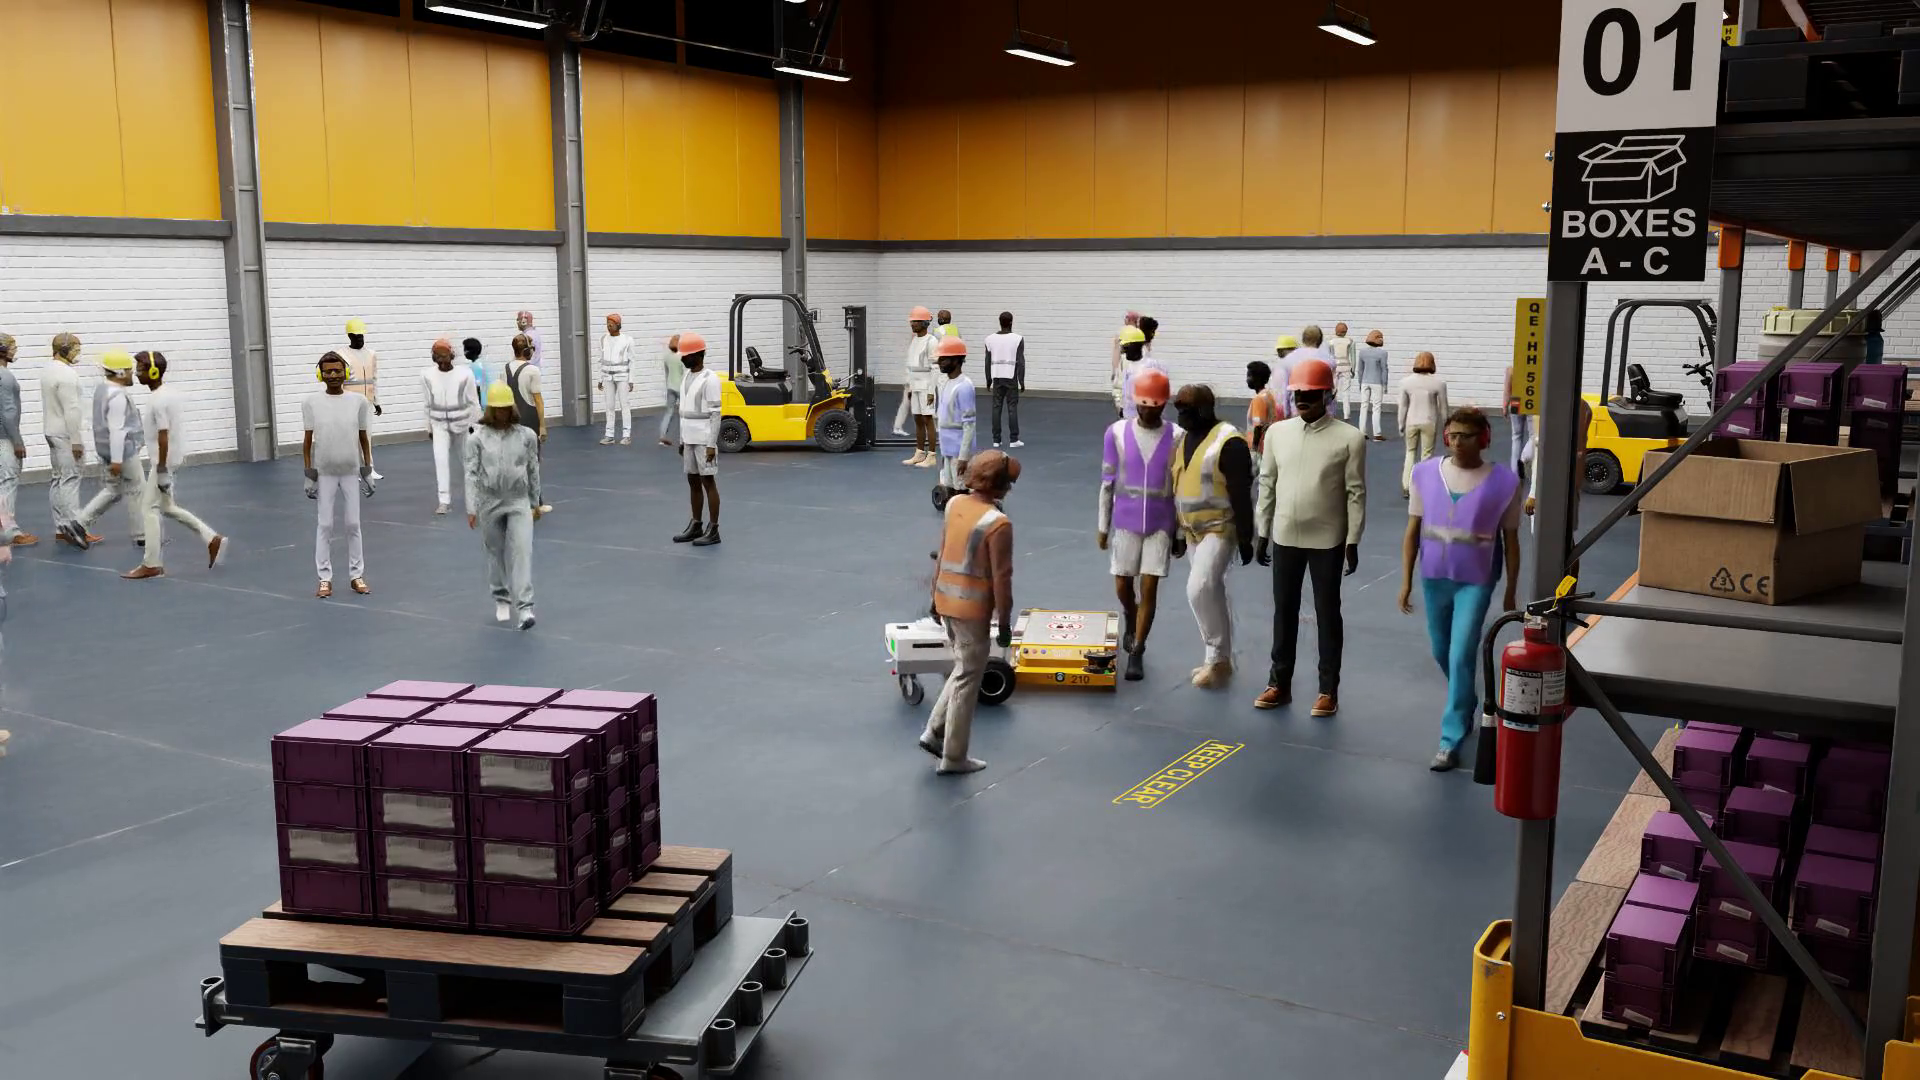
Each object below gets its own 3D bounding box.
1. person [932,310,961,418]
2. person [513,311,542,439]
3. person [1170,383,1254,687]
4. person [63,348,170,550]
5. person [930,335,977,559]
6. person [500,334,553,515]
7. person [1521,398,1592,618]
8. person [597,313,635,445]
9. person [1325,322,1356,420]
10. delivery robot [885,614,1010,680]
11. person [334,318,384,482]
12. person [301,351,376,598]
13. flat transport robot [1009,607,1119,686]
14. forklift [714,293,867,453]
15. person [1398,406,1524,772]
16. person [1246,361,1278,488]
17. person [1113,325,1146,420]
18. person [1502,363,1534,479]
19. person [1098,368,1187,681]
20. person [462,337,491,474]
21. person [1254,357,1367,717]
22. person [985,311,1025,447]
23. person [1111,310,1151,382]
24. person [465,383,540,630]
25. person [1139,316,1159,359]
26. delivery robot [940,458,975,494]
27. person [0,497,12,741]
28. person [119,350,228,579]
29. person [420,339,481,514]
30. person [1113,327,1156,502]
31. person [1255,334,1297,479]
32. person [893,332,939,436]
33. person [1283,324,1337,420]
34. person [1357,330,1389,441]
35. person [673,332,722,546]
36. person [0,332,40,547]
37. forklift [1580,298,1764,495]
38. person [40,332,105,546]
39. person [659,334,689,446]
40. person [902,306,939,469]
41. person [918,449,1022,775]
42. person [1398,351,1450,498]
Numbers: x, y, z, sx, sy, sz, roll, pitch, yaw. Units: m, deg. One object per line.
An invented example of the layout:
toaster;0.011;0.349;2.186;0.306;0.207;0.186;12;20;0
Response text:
person;-0.270;-2.992;28.312;0.429;1.846;0.626;7;12;38
person;-6.382;-2.423;24.563;0.400;1.907;0.645;-1;9;-6
person;1.479;-0.029;9.943;0.541;1.811;0.662;-4;10;-23
person;-7.511;-0.792;14.710;0.759;1.808;0.589;-9;12;-43
person;-0.053;-0.758;14.074;0.379;1.938;0.547;-3;10;-18
person;-4.442;-1.176;16.971;0.514;1.844;0.328;4;10;25
person;4.164;-0.376;11.697;0.550;1.933;0.370;-6;11;-35
person;-4.944;-2.306;23.897;0.573;1.887;0.354;2;9;15
person;6.368;-2.823;27.890;0.525;1.639;0.307;2;9;10
delivery robot;-0.077;0.600;9.610;0.707;0.478;0.477;-1;9;-6
person;-7.124;-1.656;19.713;0.371;1.927;0.588;6;11;32
person;-4.733;-0.501;12.676;0.515;1.873;0.329;-5;10;-28
flat transport robot;0.666;0.652;10.458;0.652;0.197;1.431;1;9;6
forklift;-2.458;-2.344;23.176;2.313;2.155;1.214;0;9;-2
person;2.570;0.202;8.492;0.558;1.813;0.920;7;11;36
person;2.926;-0.873;15.717;0.934;1.647;0.538;2;9;14
person;2.047;-1.668;20.079;0.404;1.831;0.600;4;10;23
person;6.669;-1.556;19.648;0.554;1.746;0.599;6;11;32
person;1.131;-0.117;10.186;0.578;1.897;0.676;1;9;9
person;-5.881;-1.630;20.313;0.371;1.677;0.548;-1;9;-3
person;1.940;-0.019;9.279;0.622;1.993;0.382;6;11;32
person;0.636;-2.273;23.590;0.588;1.920;0.398;4;10;22
person;2.694;-2.645;26.001;0.658;1.888;0.692;-5;10;-26
person;-3.150;-0.228;11.497;0.510;1.690;0.900;-3;10;-20
person;2.263;-1.865;21.024;0.606;1.920;0.675;-2;9;-11
delivery robot;0.108;-0.601;17.104;0.477;0.478;0.707;-7;11;-35
person;-5.048;0.215;8.451;0.439;1.812;0.683;-7;11;-36
person;-6.420;-0.616;13.461;0.750;1.848;0.550;-2;9;-15
person;-5.290;-1.217;17.397;0.601;1.811;1.121;-1;9;-6
person;1.979;-1.343;17.910;0.859;1.895;0.592;-5;10;-29
person;3.964;-1.602;19.949;0.836;1.736;0.520;-5;11;-30
person;-0.632;-2.364;25.197;0.893;1.569;0.522;-4;10;-22
person;3.853;-1.448;18.510;0.635;1.912;0.845;7;11;36
person;6.075;-2.270;24.461;0.286;1.632;0.500;-8;12;-41
person;-2.385;-0.908;15.044;0.375;1.927;0.543;-8;12;-42
person;-8.628;-0.905;15.013;0.361;1.936;0.630;-7;12;-38
forklift;7.954;-1.589;18.462;2.313;2.155;1.214;5;11;30
person;-8.093;-0.915;15.074;0.377;1.932;0.629;-8;12;-43
person;-4.025;-2.129;23.696;0.510;1.598;0.769;6;11;34
person;-0.492;-1.923;21.016;0.377;2.045;0.605;-5;11;-30
person;0.073;0.357;8.100;0.407;1.612;0.557;-5;10;-29
person;5.023;-1.232;18.007;0.517;1.628;0.373;6;11;33
